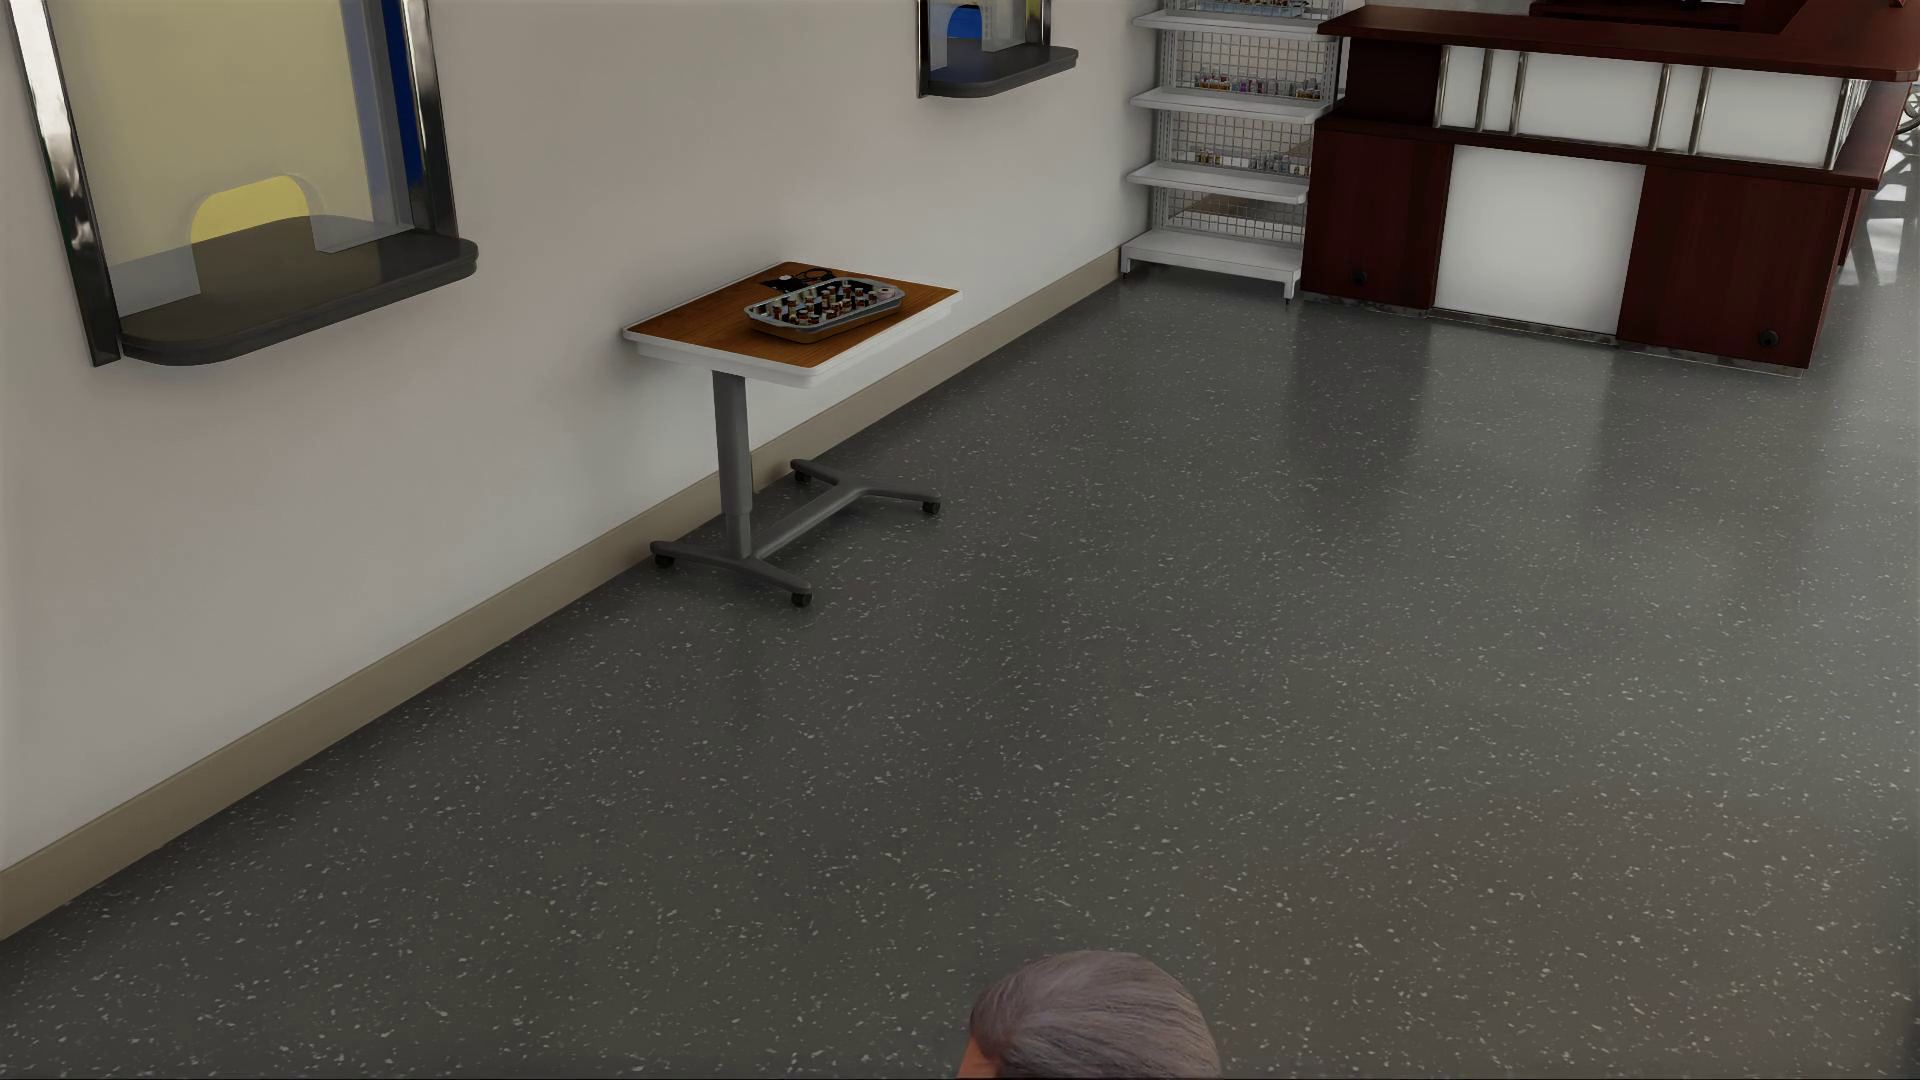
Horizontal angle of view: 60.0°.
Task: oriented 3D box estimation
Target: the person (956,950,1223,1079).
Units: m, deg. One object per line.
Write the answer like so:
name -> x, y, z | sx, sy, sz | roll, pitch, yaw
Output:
person -> 0.102, 1.062, 1.557 | 0.717, 1.702, 0.566 | -23, 34, -39
